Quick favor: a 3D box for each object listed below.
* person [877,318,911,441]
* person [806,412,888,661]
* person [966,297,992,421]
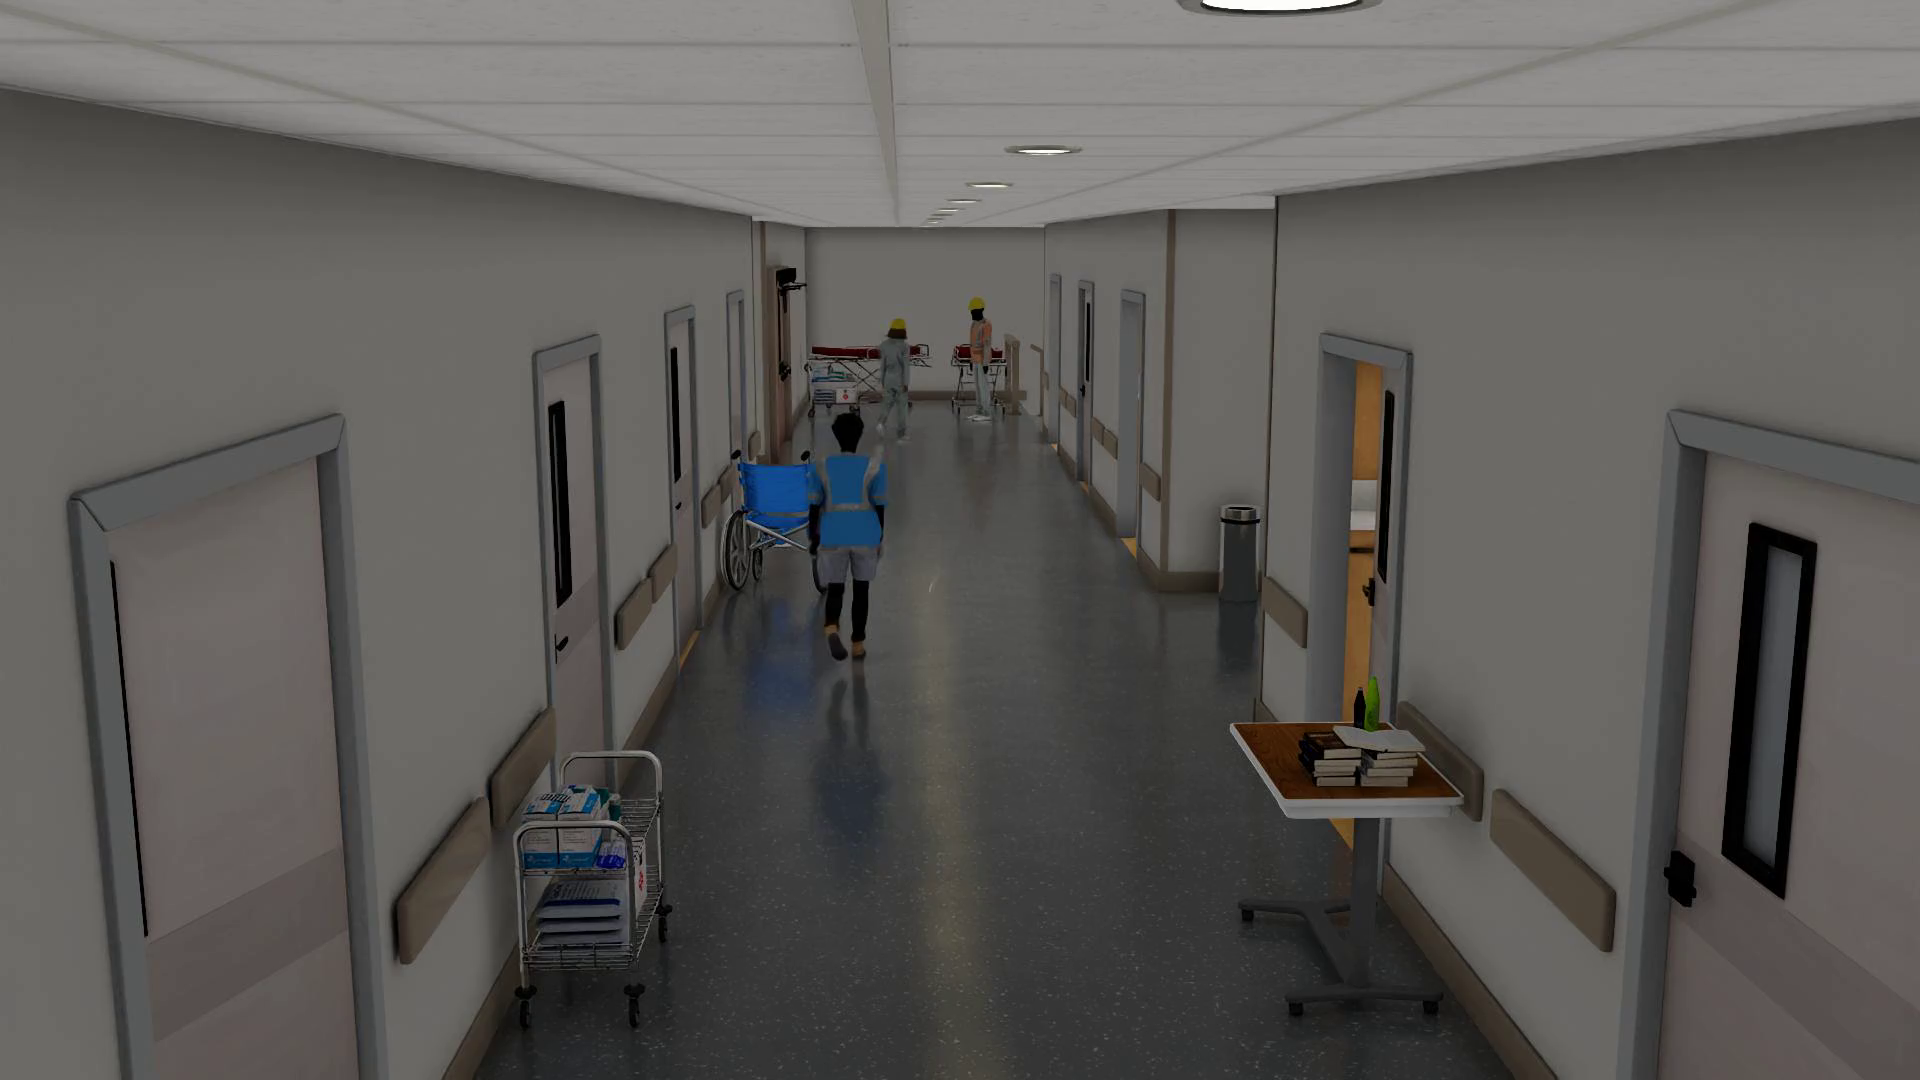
[{"bbox_3d":[-0.915,-2.207,23.020,0.493,1.727,0.598,5,11,26],"label":"person"},{"bbox_3d":[-0.740,0.008,10.878,0.539,1.669,0.603,0,10,1],"label":"person"},{"bbox_3d":[0.294,-2.801,25.813,0.394,1.918,0.585,-4,11,-22],"label":"person"}]
